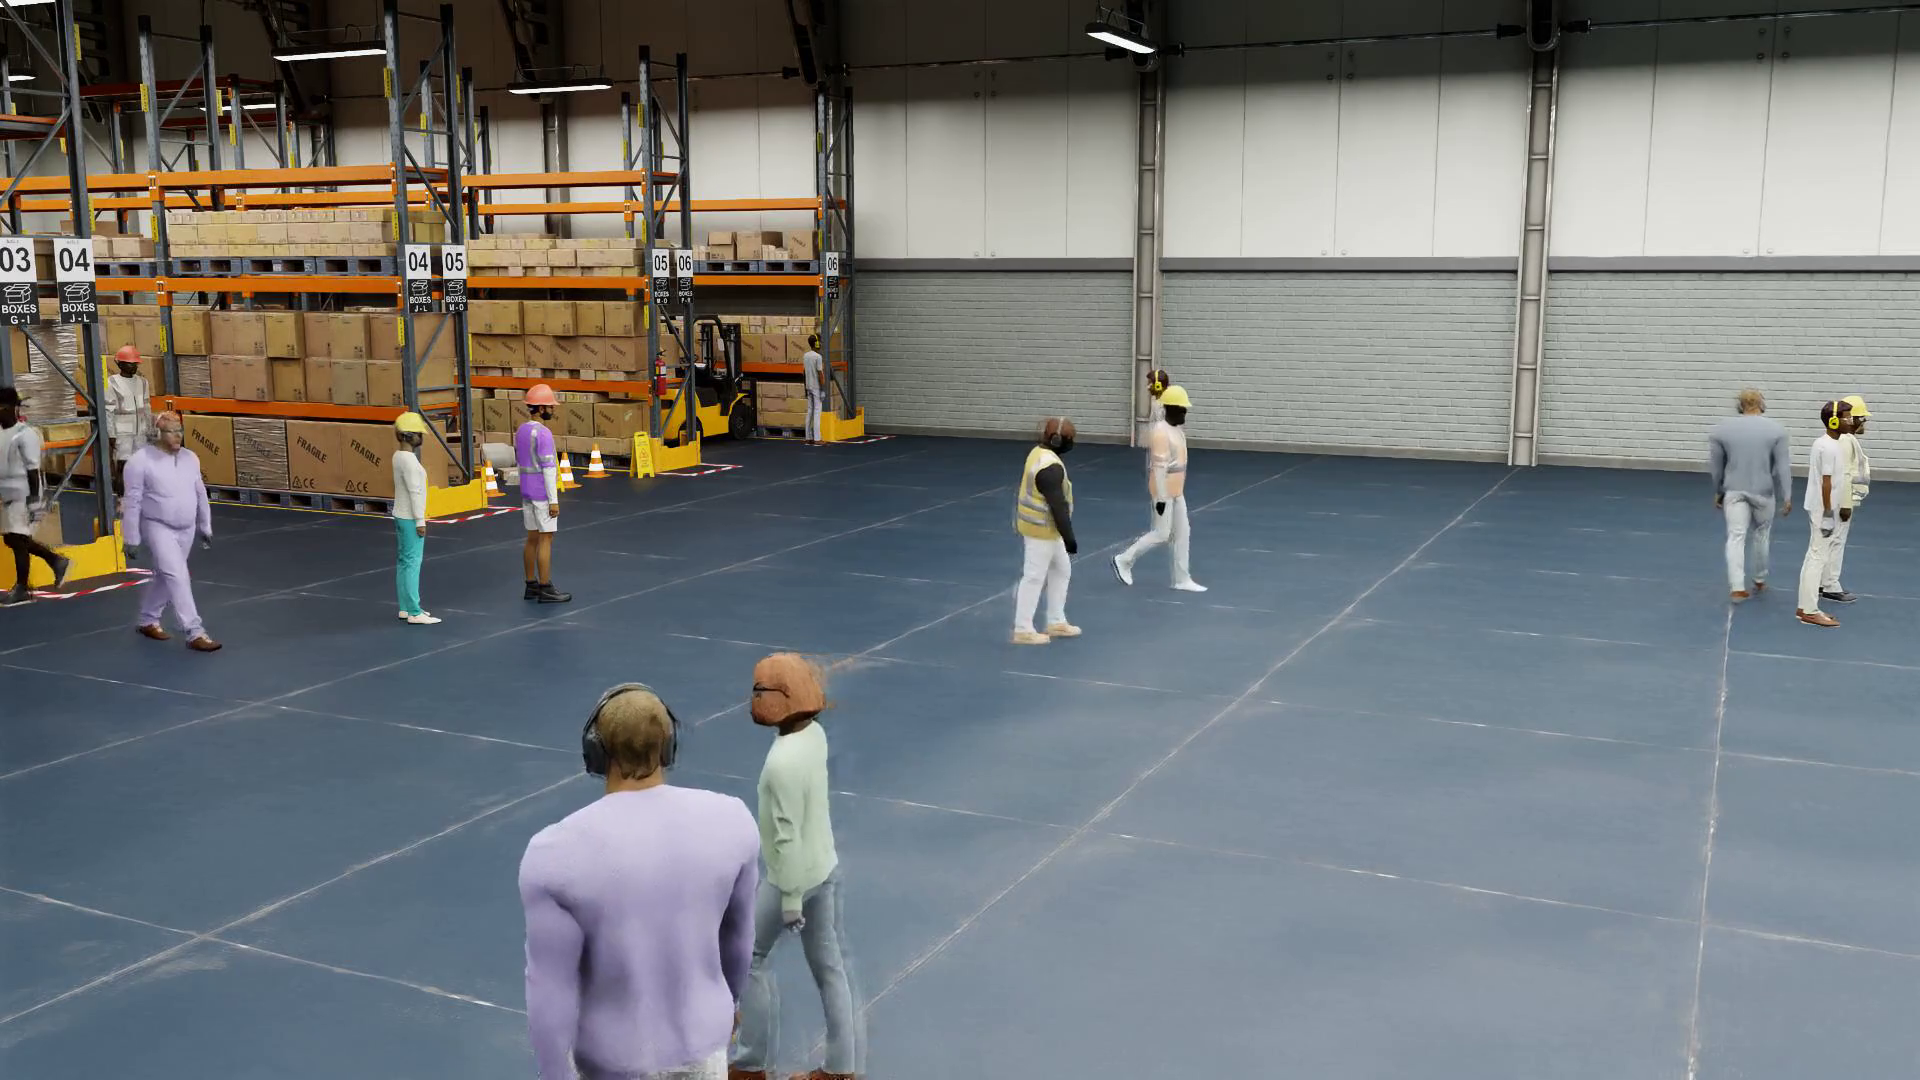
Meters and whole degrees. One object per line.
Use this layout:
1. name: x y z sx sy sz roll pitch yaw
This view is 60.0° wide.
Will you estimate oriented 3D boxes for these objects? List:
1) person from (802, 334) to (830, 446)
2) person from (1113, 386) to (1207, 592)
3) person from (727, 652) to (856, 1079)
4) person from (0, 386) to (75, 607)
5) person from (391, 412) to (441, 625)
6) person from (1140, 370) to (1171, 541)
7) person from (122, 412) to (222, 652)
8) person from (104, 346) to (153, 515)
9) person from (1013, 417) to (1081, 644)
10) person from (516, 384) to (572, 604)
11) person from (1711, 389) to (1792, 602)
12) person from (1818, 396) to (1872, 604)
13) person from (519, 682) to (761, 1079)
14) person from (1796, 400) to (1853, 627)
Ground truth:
1. person: -2.419 -2.508 27.812 0.316 1.870 0.532 -8 12 -40
2. person: 1.850 -0.470 15.237 0.809 1.902 0.596 4 10 25
3. person: -0.672 1.190 5.919 0.686 1.603 0.517 2 10 14
4. person: -8.250 -0.403 14.692 0.601 1.945 0.698 6 11 34
5. person: -4.559 -0.180 13.859 0.308 1.769 0.525 -6 11 -31
6. person: 2.151 -0.911 18.044 0.329 1.865 0.515 3 10 19
7. person: -6.178 -0.078 13.009 1.018 1.851 0.651 4 10 21
8. person: -9.956 -1.313 19.993 0.403 2.035 0.606 5 10 27
9. person: 0.734 -0.062 13.003 0.700 1.807 0.647 0 9 0
10. person: -3.695 -0.410 14.740 0.367 1.935 0.552 -8 12 -40
11. person: 7.095 -0.407 14.918 0.683 1.871 1.003 6 11 31
12. person: 7.843 -0.364 14.777 0.404 1.835 0.587 4 10 21
13. person: -0.839 1.299 4.377 0.637 1.902 0.861 -4 10 -24
14. person: 7.202 -0.227 13.827 0.335 1.873 0.520 4 10 22
